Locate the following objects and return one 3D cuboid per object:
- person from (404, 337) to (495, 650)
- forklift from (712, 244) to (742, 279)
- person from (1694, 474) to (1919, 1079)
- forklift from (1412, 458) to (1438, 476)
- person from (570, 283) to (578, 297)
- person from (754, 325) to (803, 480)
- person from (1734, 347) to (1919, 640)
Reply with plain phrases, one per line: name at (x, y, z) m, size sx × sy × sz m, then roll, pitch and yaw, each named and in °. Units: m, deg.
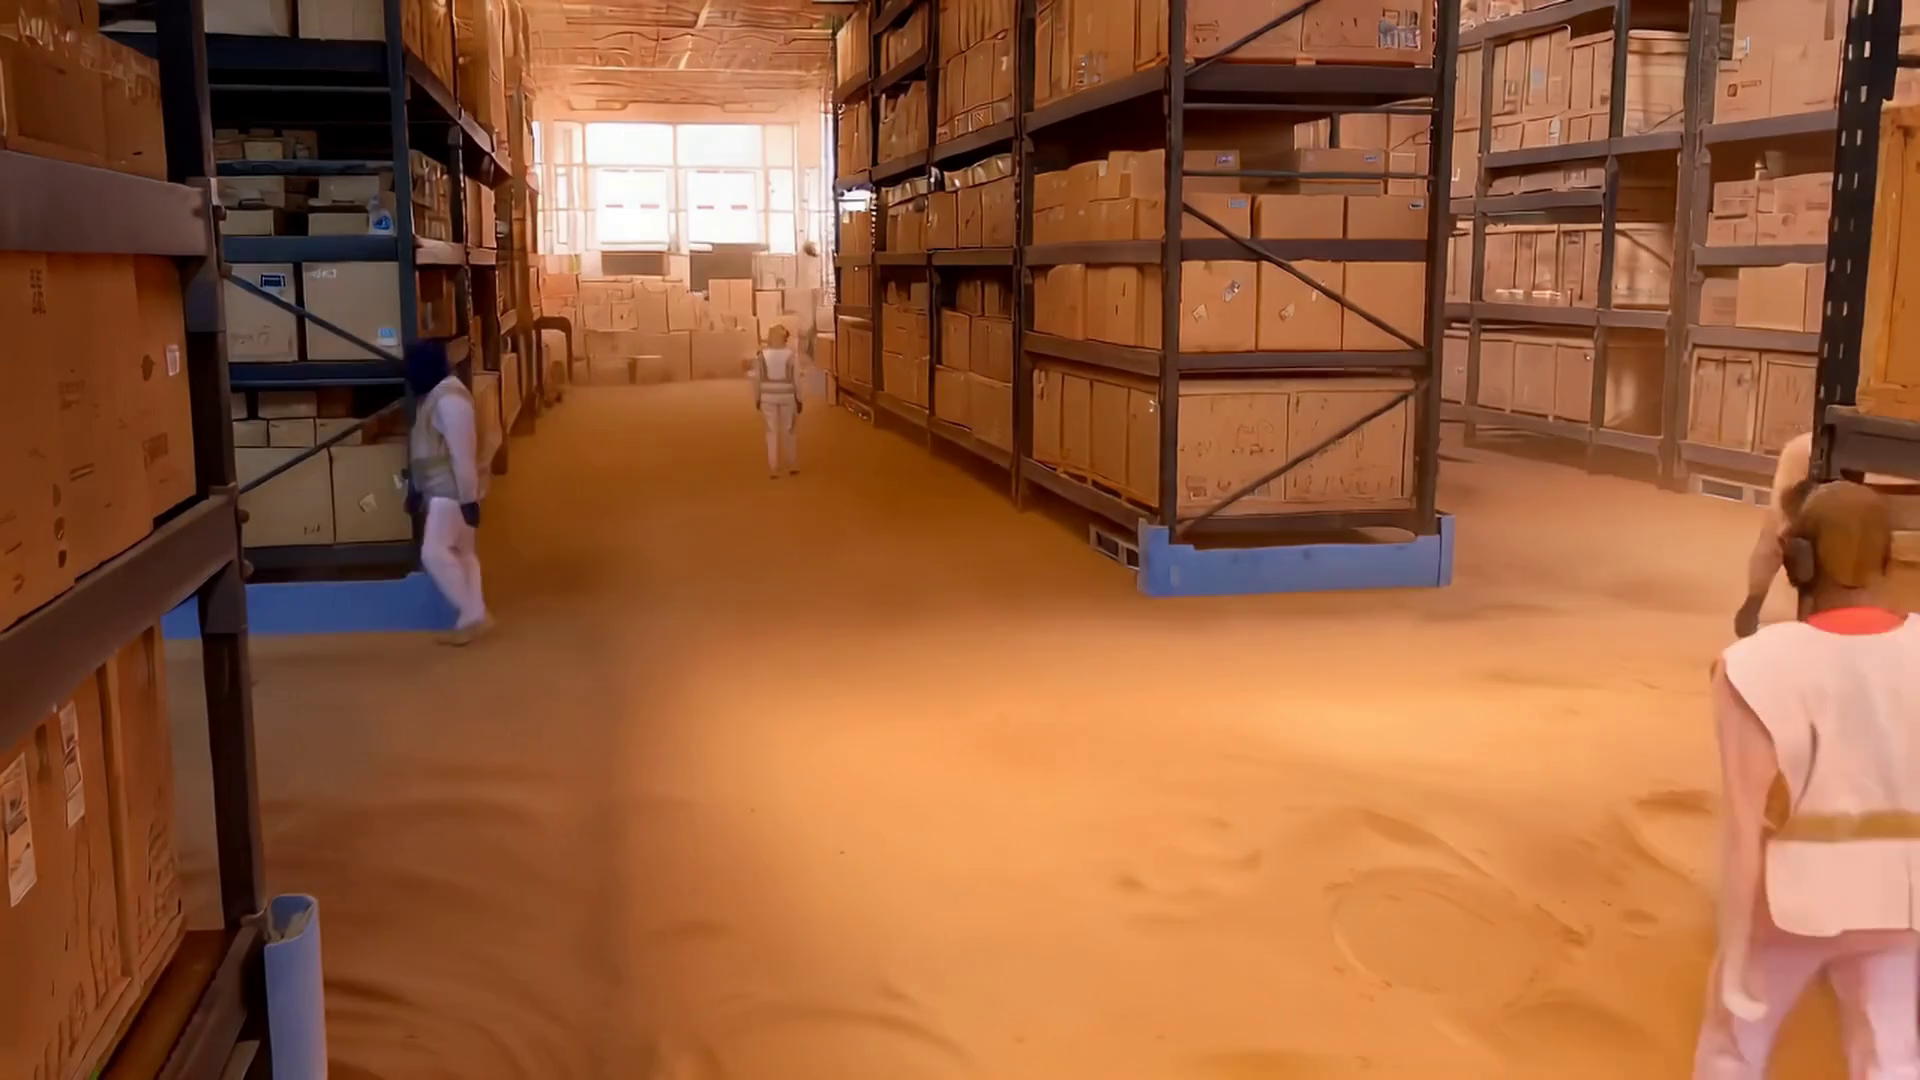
person at (-2.985, -0.263, 9.668) m, size 0.478 × 1.819 × 0.642 m, roll -3°, pitch 10°, yaw -20°
forklift at (-6.149, -6.433, 44.035) m, size 1.873 × 2.768 × 1.129 m, roll 4°, pitch 10°, yaw 25°
person at (1.818, 0.768, 3.441) m, size 0.577 × 1.806 × 0.950 m, roll -1°, pitch 9°, yaw -3°
forklift at (4.262, -2.157, 17.973) m, size 1.129 × 2.768 × 1.873 m, roll -2°, pitch 10°, yaw -12°
person at (-14.966, -9.202, 64.814) m, size 0.868 × 1.586 × 0.544 m, roll -3°, pitch 10°, yaw -20°
person at (-1.909, -1.461, 17.597) m, size 0.533 × 1.598 × 0.819 m, roll 0°, pitch 9°, yaw 2°
person at (3.090, 0.246, 6.081) m, size 0.852 × 1.963 × 0.648 m, roll -2°, pitch 10°, yaw -13°
